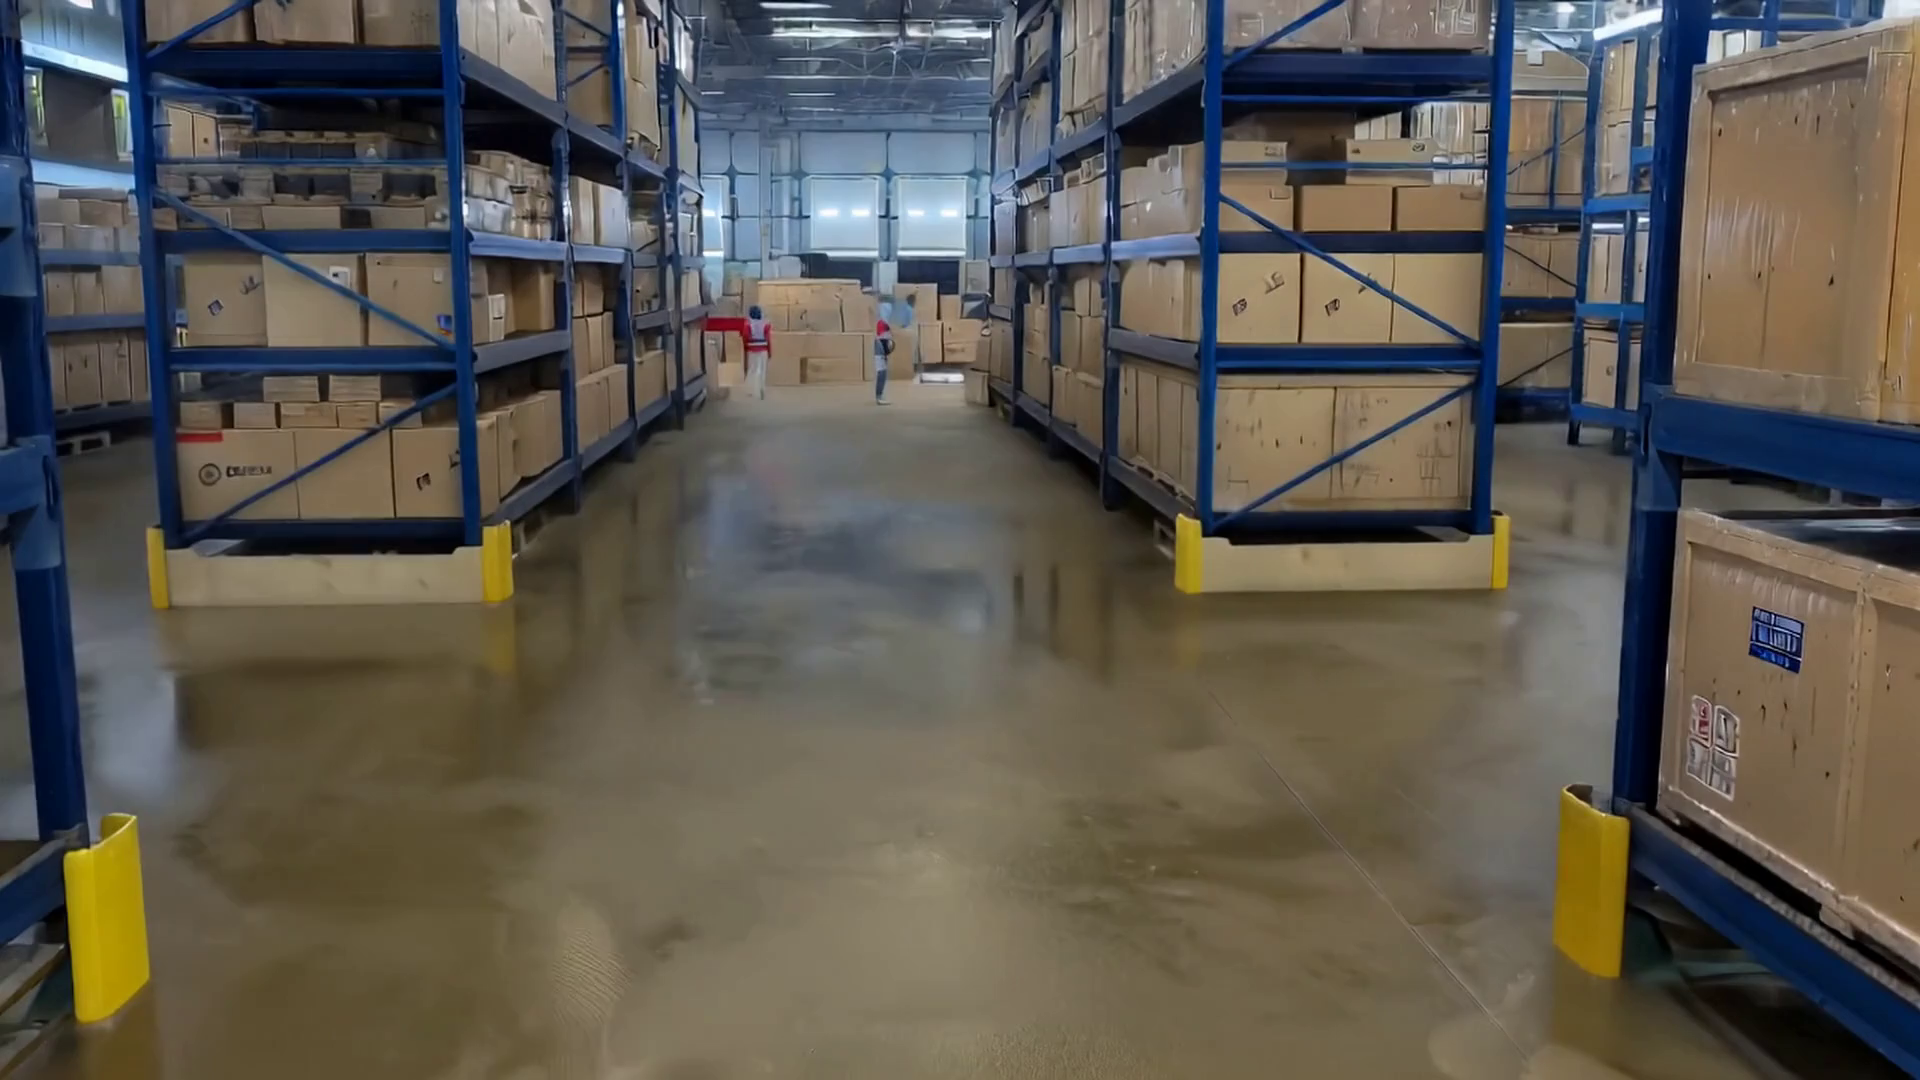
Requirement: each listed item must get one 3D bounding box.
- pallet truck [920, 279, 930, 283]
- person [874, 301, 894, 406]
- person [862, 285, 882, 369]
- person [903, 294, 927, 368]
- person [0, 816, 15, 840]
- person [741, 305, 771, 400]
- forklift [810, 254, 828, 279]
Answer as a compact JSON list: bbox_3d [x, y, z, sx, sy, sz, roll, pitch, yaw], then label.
[{"bbox_3d":[-0.932,-8.922,63.114,1.885,1.965,0.823,2,9,13],"label":"pallet truck"},{"bbox_3d":[-1.233,-3.023,27.026,0.320,1.693,0.531,-1,9,-3],"label":"person"},{"bbox_3d":[-1.888,-4.785,37.467,0.907,1.886,0.552,-1,9,-8],"label":"person"},{"bbox_3d":[-1.039,-4.760,37.985,0.674,1.673,0.545,-3,9,-16],"label":"person"},{"bbox_3d":[-3.652,0.358,5.444,0.815,1.811,0.627,0,9,0],"label":"person"},{"bbox_3d":[-3.490,-3.216,28.508,0.526,1.605,0.793,-2,9,-12],"label":"person"},{"bbox_3d":[-4.762,-8.277,56.301,1.873,2.768,1.129,-3,10,-21],"label":"forklift"}]
